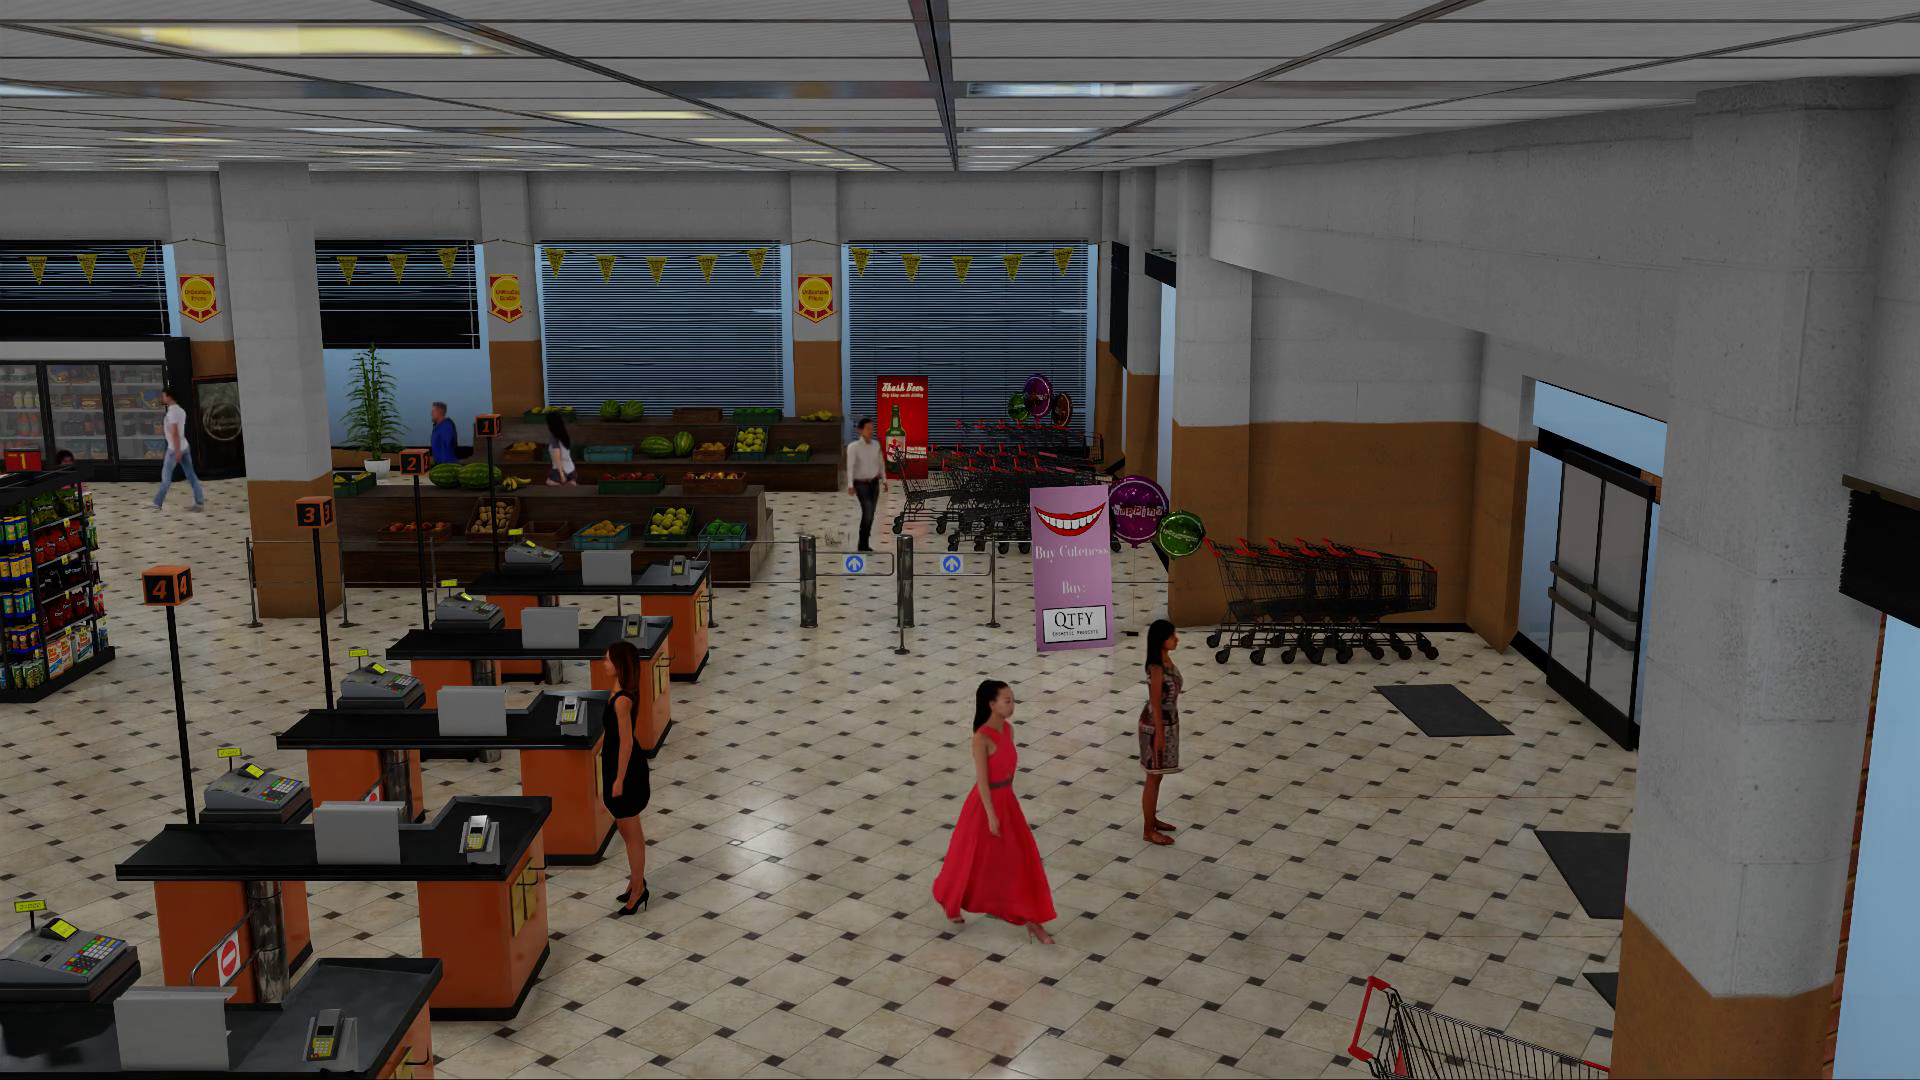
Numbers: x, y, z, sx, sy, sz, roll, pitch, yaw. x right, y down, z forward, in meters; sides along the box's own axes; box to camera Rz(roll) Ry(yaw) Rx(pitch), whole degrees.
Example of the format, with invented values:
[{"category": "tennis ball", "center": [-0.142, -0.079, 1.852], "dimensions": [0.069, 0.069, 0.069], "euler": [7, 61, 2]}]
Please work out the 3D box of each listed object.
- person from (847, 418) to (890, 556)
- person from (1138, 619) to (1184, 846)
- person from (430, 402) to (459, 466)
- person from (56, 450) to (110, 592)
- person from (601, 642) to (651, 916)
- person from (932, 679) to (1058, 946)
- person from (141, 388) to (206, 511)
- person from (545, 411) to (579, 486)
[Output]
[{"category": "person", "center": [-1.276, -0.706, 21.778], "dimensions": [0.816, 1.792, 0.884], "euler": [-10, 15, -39]}, {"category": "person", "center": [1.455, 1.382, 12.216], "dimensions": [0.620, 1.645, 0.701], "euler": [3, 12, 14]}, {"category": "person", "center": [-7.090, -1.025, 23.231], "dimensions": [0.967, 1.816, 0.893], "euler": [-5, 13, -21]}, {"category": "person", "center": [-10.552, -0.213, 19.687], "dimensions": [1.104, 1.688, 0.999], "euler": [10, 15, 39]}, {"category": "person", "center": [-2.193, 1.558, 10.921], "dimensions": [0.580, 1.835, 0.617], "euler": [-2, 12, -11]}, {"category": "person", "center": [0.125, 1.728, 10.501], "dimensions": [1.161, 1.675, 1.059], "euler": [10, 16, 40]}, {"category": "person", "center": [-11.484, -1.319, 24.636], "dimensions": [1.090, 1.814, 0.744], "euler": [-1, 12, -5]}, {"category": "person", "center": [-5.453, -0.934, 23.165], "dimensions": [1.063, 1.666, 0.777], "euler": [3, 12, 16]}]
